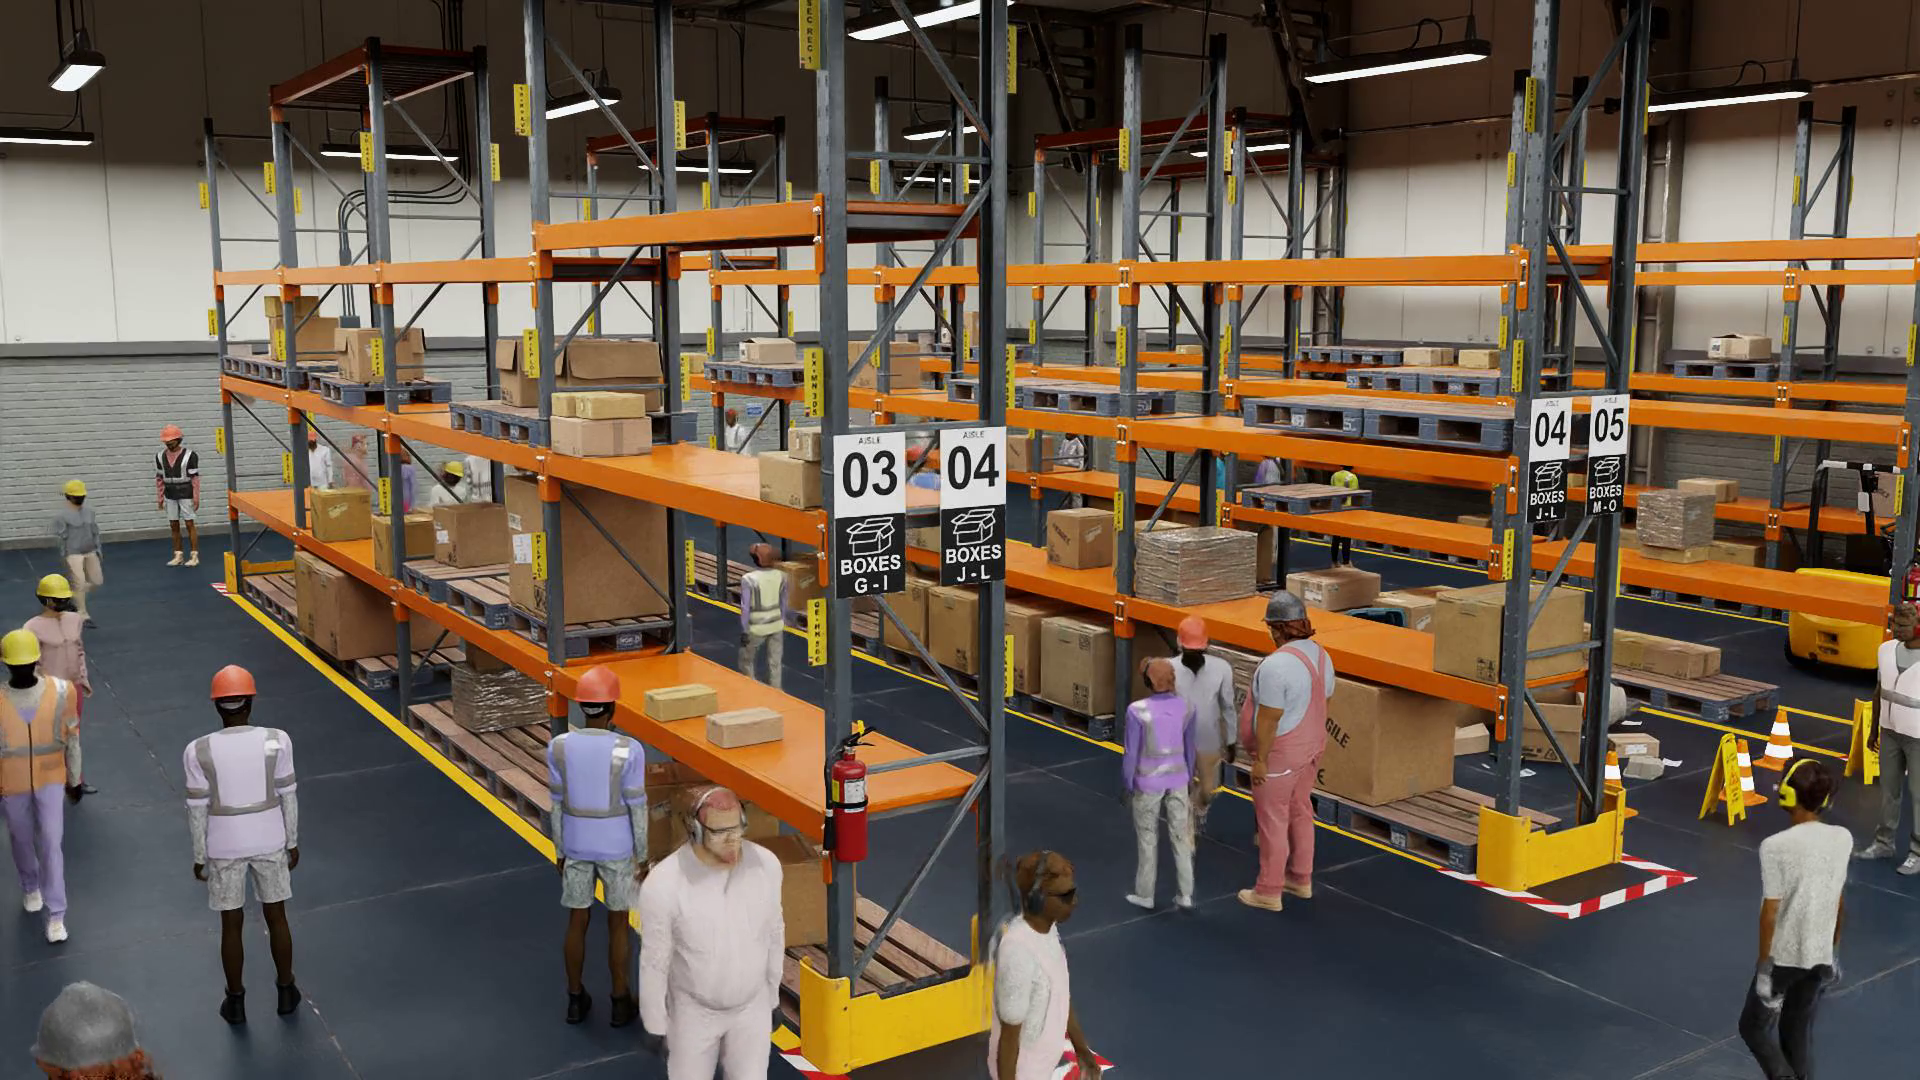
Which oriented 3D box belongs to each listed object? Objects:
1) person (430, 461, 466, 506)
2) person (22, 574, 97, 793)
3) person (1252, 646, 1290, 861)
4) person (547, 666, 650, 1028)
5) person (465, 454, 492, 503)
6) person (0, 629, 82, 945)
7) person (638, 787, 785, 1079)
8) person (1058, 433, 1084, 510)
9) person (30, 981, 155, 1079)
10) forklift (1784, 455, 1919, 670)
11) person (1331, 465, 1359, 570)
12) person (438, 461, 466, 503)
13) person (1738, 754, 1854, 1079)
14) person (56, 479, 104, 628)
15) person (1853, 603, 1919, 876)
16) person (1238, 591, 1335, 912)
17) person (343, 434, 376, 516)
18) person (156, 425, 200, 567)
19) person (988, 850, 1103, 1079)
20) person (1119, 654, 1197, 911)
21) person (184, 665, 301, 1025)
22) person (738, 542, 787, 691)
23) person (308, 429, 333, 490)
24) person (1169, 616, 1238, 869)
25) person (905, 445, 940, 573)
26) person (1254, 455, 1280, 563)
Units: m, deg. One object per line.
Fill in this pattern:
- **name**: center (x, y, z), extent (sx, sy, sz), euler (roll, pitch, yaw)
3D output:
- **person**: center (-6.705, -0.177, 21.602), extent (0.690, 1.727, 0.568), euler (7, 11, 39)
- **person**: center (-6.895, 1.130, 12.752), extent (0.323, 1.765, 0.534), euler (3, 9, 20)
- **person**: center (2.218, 1.366, 11.446), extent (0.320, 1.686, 0.540), euler (-3, 9, -17)
- **person**: center (-1.914, 1.628, 8.899), extent (0.540, 1.930, 0.386), euler (1, 9, 10)
- **person**: center (-6.634, -0.529, 23.038), extent (0.601, 2.002, 0.822), euler (2, 9, 13)
- **person**: center (-5.723, 1.459, 10.212), extent (0.607, 1.880, 1.002), euler (-5, 10, -31)
- **person**: center (-1.064, 1.929, 7.047), extent (0.650, 1.886, 0.790), euler (-5, 10, -30)
- **person**: center (1.799, -1.051, 27.044), extent (0.404, 1.832, 0.601), euler (-5, 10, -30)
- **person**: center (-2.343, 2.211, 4.640), extent (0.722, 2.000, 0.695), euler (4, 9, 25)
- **forklift**: center (9.643, 0.253, 17.172), extent (2.313, 2.155, 1.214), euler (-6, 10, -33)
- **person**: center (5.355, -0.393, 23.114), extent (0.320, 1.698, 0.531), euler (-4, 9, -23)
- **person**: center (-6.822, -0.259, 22.513), extent (0.530, 1.620, 0.503), euler (5, 10, 31)
- **person**: center (3.778, 1.881, 7.451), extent (0.516, 1.855, 0.499), euler (-2, 9, -14)
- **person**: center (-10.218, 0.153, 19.294), extent (0.422, 1.751, 0.534), euler (3, 9, 22)
- **person**: center (6.404, 1.324, 11.204), extent (0.377, 1.839, 0.567), euler (-3, 9, -20)
- **person**: center (2.054, 1.313, 10.617), extent (0.536, 2.000, 0.687), euler (8, 12, 43)
- **person**: center (-8.421, -0.570, 23.663), extent (0.809, 1.877, 0.662), euler (-3, 9, -21)
- **person**: center (-11.057, -0.617, 23.509), extent (0.613, 2.033, 0.412), euler (1, 9, 5)
- **person**: center (0.365, 2.065, 6.422), extent (0.959, 1.793, 0.513), euler (1, 9, 9)
- **person**: center (1.262, 1.541, 10.502), extent (0.522, 1.649, 0.323), euler (-3, 9, -21)
- **person**: center (-3.833, 1.625, 8.921), extent (0.542, 1.928, 0.378), euler (-4, 9, -26)
- **person**: center (-1.844, 0.821, 15.257), extent (0.546, 1.617, 0.590), euler (-7, 11, -40)
- **person**: center (-10.331, -0.936, 26.601), extent (0.577, 1.737, 0.355), euler (-3, 9, -22)
- **person**: center (1.606, 1.344, 11.469), extent (0.589, 1.724, 0.659), euler (0, 9, 0)
- **person**: center (-0.470, -0.176, 20.628), extent (0.610, 2.015, 0.866), euler (-5, 10, -31)
- **person**: center (4.353, -0.553, 23.803), extent (0.646, 1.812, 0.620), euler (0, 9, -2)
